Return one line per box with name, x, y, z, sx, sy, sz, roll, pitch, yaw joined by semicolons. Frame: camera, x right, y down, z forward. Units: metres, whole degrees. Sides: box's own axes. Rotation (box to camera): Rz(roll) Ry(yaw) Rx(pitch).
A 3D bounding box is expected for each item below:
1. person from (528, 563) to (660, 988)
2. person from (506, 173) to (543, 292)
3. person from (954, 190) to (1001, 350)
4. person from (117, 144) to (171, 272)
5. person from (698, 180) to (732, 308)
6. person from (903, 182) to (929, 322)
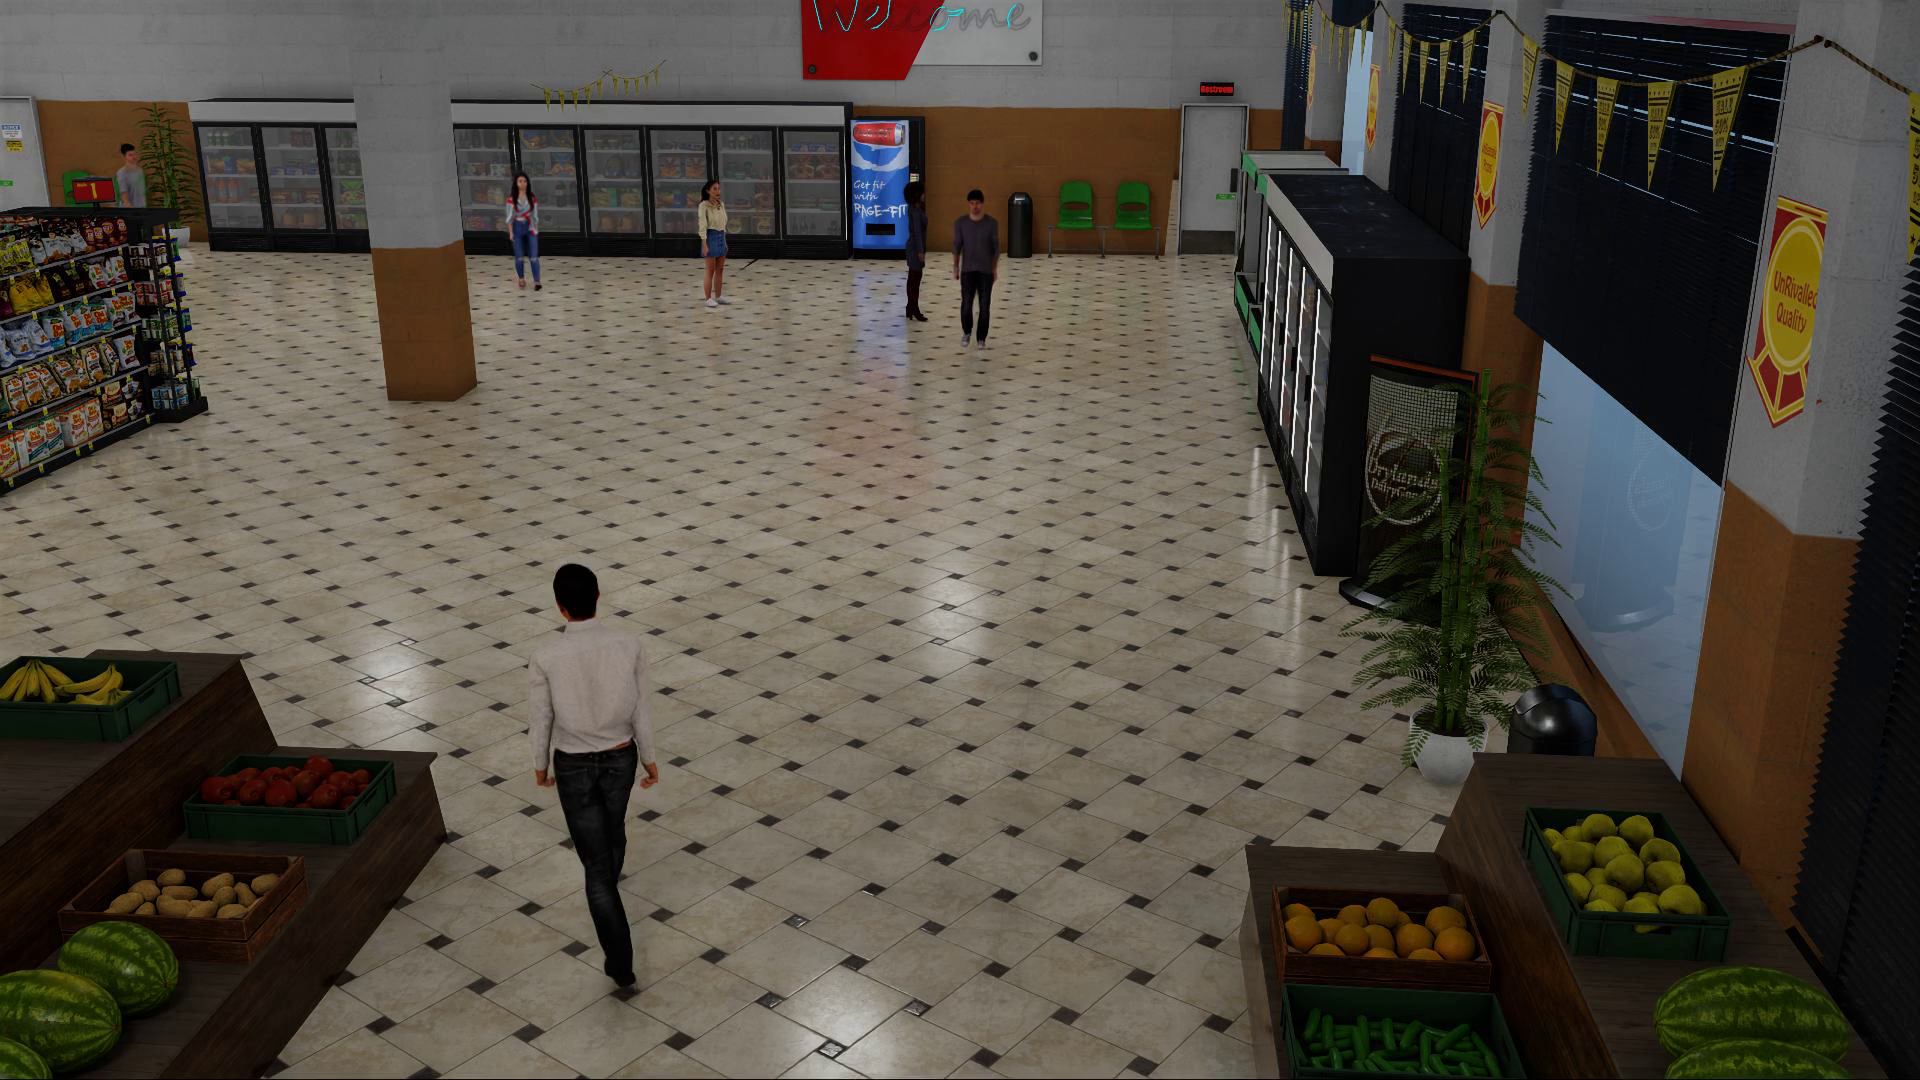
person;-1.527;1.023;7.013;1.057;1.754;1.319;-8;20;-22
person;-6.019;-4.210;22.830;0.935;1.563;1.167;-7;20;-21
person;0.216;-3.128;19.212;0.693;1.825;0.650;0;19;1
person;-12.032;-4.785;24.116;0.925;1.832;1.090;4;19;12
person;-3.217;-3.885;21.761;0.785;1.631;0.655;12;22;32
person;-0.560;-3.632;20.885;0.697;1.711;0.536;-3;19;-9
